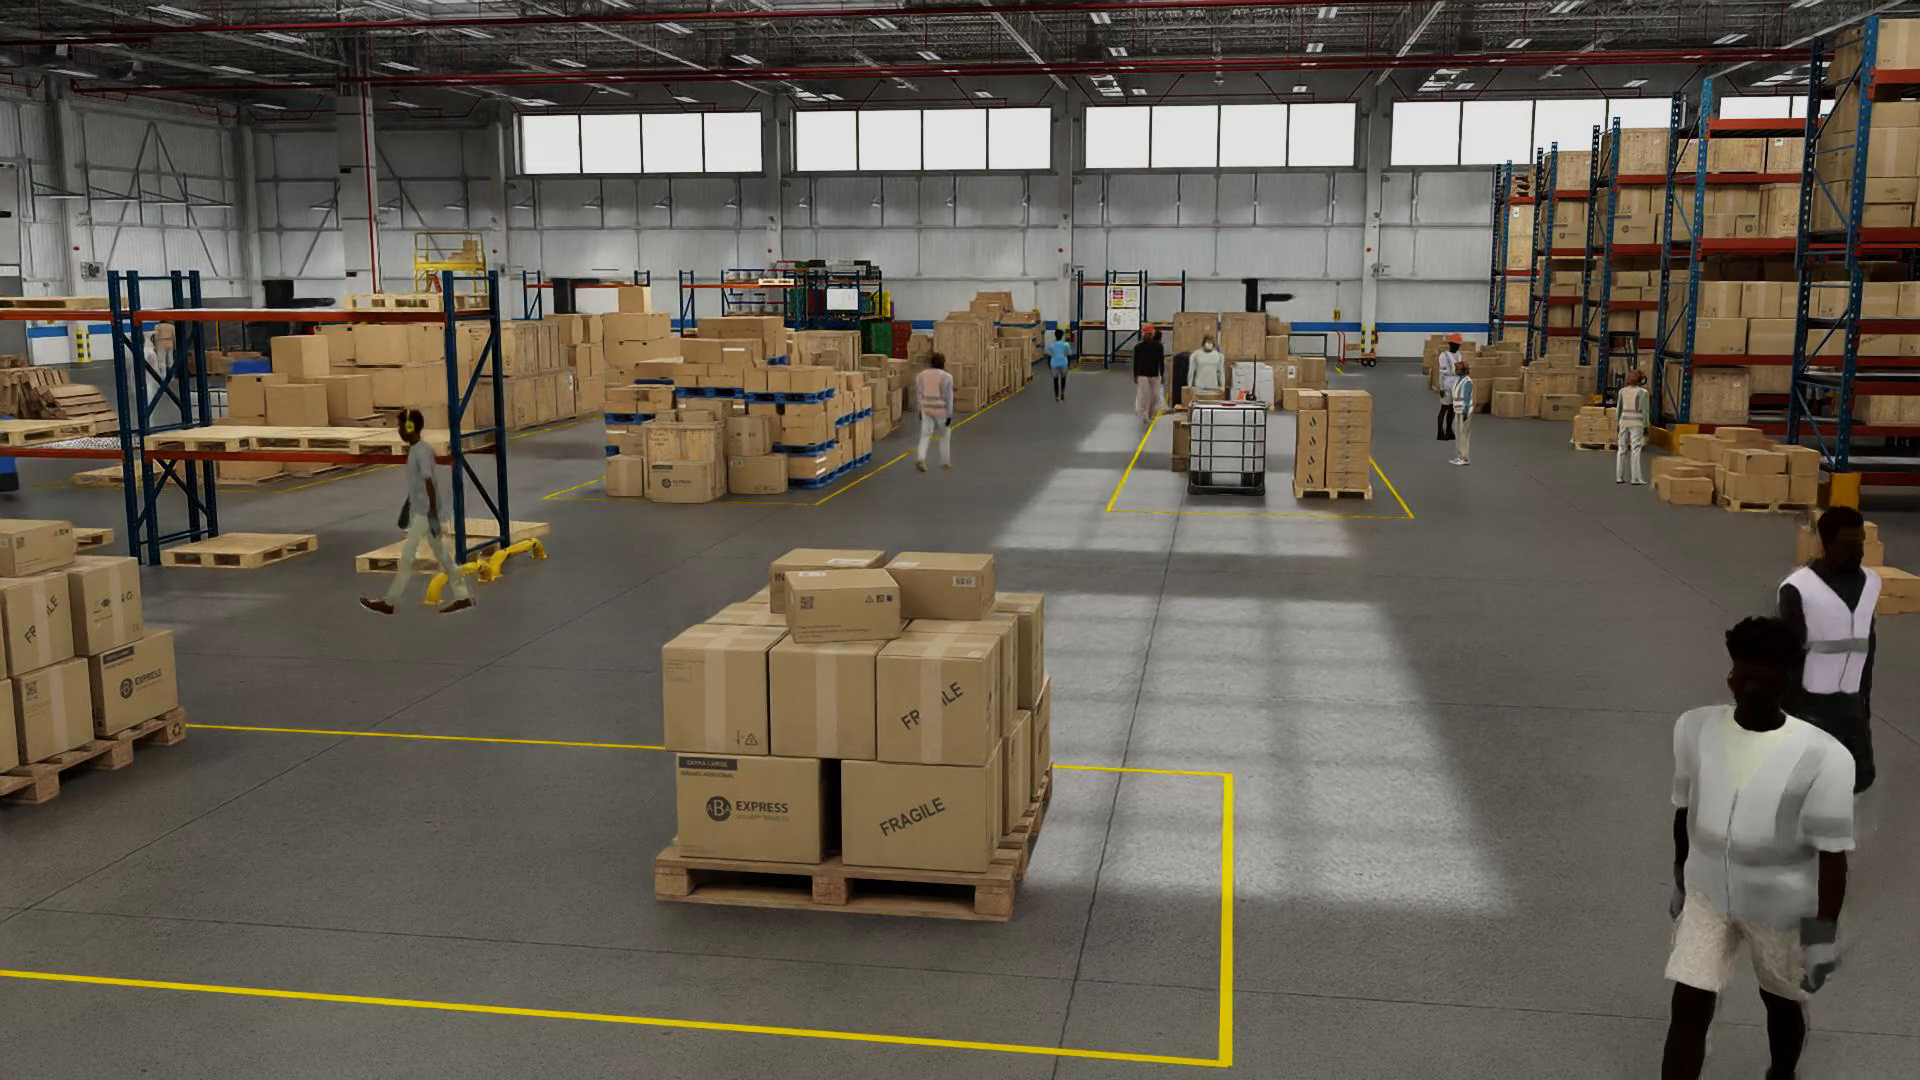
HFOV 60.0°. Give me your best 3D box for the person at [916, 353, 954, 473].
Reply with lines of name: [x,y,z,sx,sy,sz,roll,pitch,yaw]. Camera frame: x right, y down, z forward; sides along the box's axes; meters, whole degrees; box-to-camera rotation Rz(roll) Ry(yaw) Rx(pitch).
person: [-0.396,-1.911,24.996,0.619,1.813,0.883,4,10,21]

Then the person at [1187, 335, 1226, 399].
person: [4.410,-2.708,29.693,0.658,1.881,1.040,-1,9,-7]

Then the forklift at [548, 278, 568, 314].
forklift: [-10.878,-5.731,45.263,1.873,2.768,1.129,-3,10,-18]

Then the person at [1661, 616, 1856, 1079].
person: [2.594,1.195,5.498,1.049,1.907,0.622,-9,13,-43]

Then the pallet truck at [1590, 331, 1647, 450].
pallet truck: [11.253,-2.573,28.499,0.823,1.965,1.885,5,10,27]

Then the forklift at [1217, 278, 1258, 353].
forklift: [7.544,-5.409,43.273,1.873,2.768,1.129,1,9,9]

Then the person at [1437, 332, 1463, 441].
person: [8.791,-2.740,29.718,0.550,1.933,0.373,-6,11,-34]

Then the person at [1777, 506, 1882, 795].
person: [4.255,0.767,8.192,0.612,1.899,0.461,-3,10,-20]

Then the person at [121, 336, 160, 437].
person: [-15.039,-2.830,30.448,0.657,1.883,1.026,0,9,2]

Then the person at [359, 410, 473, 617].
person: [-4.773,-0.227,14.591,0.968,1.814,0.540,-3,10,-19]

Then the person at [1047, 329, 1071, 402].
person: [2.287,-4.064,38.650,0.557,1.671,0.656,0,9,0]

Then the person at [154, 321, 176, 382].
person: [-21.663,-5.260,45.329,0.389,1.922,0.587,6,11,35]

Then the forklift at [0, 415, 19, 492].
forklift: [-13.775,-1.993,22.203,1.873,2.768,1.129,4,10,22]

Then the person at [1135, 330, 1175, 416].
person: [4.053,-3.478,34.723,0.665,1.777,0.956,-8,12,-40]

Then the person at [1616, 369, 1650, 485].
person: [9.535,-1.599,23.587,0.312,1.642,0.512,-6,11,-31]

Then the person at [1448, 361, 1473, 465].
person: [7.848,-1.983,25.991,0.314,1.632,0.524,-1,9,-4]

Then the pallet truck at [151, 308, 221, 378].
pallet truck: [-21.869,-5.598,47.154,0.823,1.965,1.885,4,10,26]

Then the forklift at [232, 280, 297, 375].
forklift: [-14.688,-4.235,36.031,1.873,2.768,1.129,0,9,-2]

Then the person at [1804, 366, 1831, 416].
person: [16.002,-2.945,30.992,0.376,1.933,0.545,-2,10,-15]

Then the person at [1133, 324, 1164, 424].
person: [3.725,-3.275,32.876,0.635,1.983,0.459,0,9,-1]
